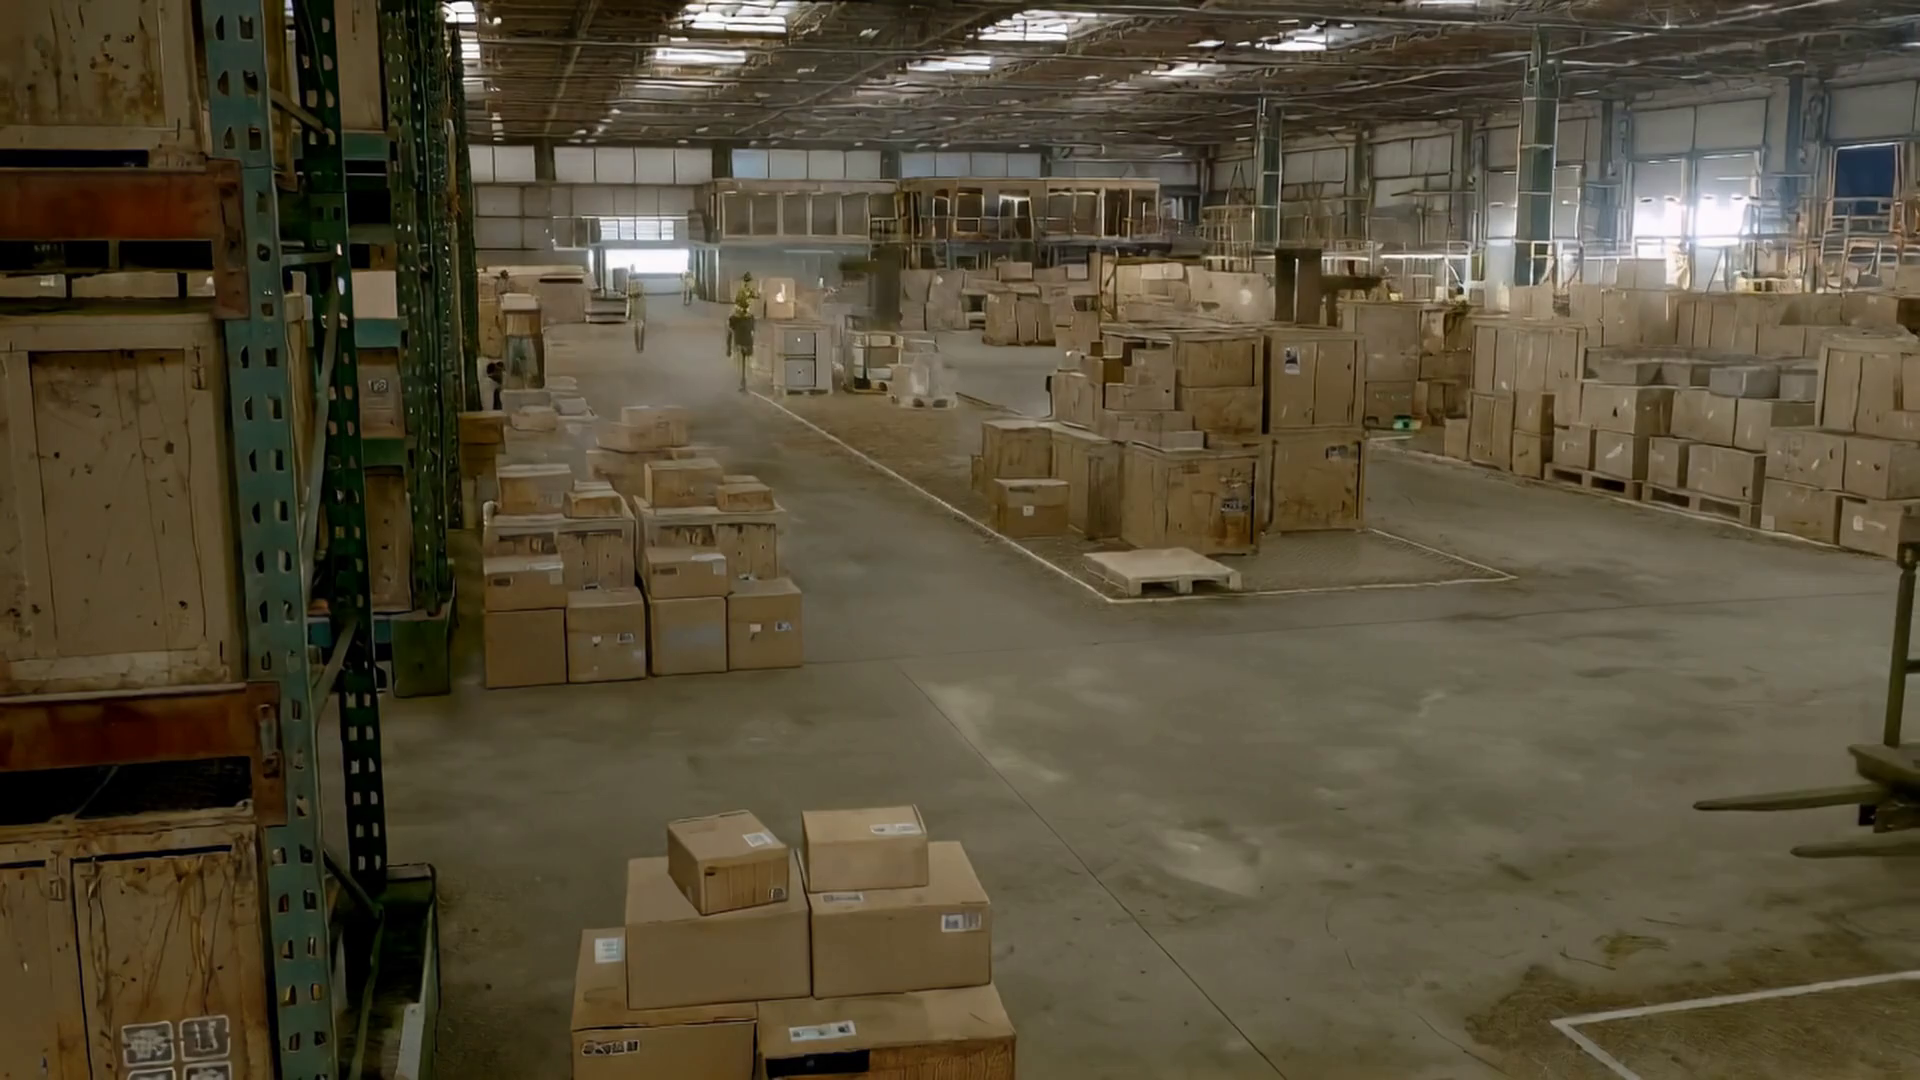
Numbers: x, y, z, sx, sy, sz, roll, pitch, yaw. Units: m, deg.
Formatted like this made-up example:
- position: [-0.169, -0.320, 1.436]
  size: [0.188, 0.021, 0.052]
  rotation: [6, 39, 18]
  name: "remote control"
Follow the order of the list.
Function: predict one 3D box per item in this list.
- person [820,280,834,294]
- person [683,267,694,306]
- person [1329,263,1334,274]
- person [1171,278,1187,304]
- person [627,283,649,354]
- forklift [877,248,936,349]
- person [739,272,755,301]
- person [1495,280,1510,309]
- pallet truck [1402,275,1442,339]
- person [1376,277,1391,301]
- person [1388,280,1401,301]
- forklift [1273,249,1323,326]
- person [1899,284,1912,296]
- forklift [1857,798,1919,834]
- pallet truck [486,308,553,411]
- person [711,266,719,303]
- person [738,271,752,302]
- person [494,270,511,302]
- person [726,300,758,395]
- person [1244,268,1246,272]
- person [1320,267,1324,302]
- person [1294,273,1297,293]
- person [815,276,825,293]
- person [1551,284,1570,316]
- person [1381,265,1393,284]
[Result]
- position: [-4.521, -7.965, 56.545]
  size: [0.537, 1.711, 0.910]
  rotation: [0, 10, 0]
  name: "person"
- position: [-13.172, -12.286, 80.564]
  size: [0.583, 1.882, 0.337]
  rotation: [5, 11, 25]
  name: "person"
- position: [19.254, -13.325, 86.141]
  size: [0.614, 1.990, 0.392]
  rotation: [-6, 12, -31]
  name: "person"
- position: [6.505, -6.694, 48.745]
  size: [0.630, 1.940, 0.372]
  rotation: [0, 10, -2]
  name: "person"
- position: [-8.692, -5.994, 44.906]
  size: [0.546, 1.904, 0.939]
  rotation: [-3, 11, -18]
  name: "person"
- position: [-1.510, -4.904, 35.940]
  size: [1.873, 2.768, 1.129]
  rotation: [-3, 10, -15]
  name: "forklift"
- position: [-7.526, -8.360, 57.889]
  size: [0.812, 2.000, 0.711]
  rotation: [-5, 11, -26]
  name: "person"
- position: [19.094, -8.298, 58.504]
  size: [0.538, 1.700, 0.317]
  rotation: [-2, 10, -11]
  name: "person"
- position: [14.620, -7.324, 52.145]
  size: [0.823, 1.965, 1.885]
  rotation: [8, 13, 40]
  name: "pallet truck"
- position: [14.871, -8.259, 57.975]
  size: [0.630, 1.814, 0.816]
  rotation: [-3, 10, -14]
  name: "person"
- position: [12.090, -6.275, 46.433]
  size: [0.392, 1.917, 0.592]
  rotation: [8, 13, 37]
  name: "person"
- position: [4.855, -2.824, 24.162]
  size: [1.873, 2.768, 1.129]
  rotation: [-3, 10, -15]
  name: "forklift"
- position: [23.595, -5.468, 41.861]
  size: [0.554, 1.924, 0.555]
  rotation: [-9, 13, -42]
  name: "person"
- position: [5.445, 0.097, 7.625]
  size: [1.873, 2.768, 1.129]
  rotation: [-3, 10, -15]
  name: "forklift"
- position: [-6.242, -2.418, 24.362]
  size: [0.823, 1.965, 1.885]
  rotation: [1, 10, 3]
  name: "pallet truck"
- position: [-12.445, -12.972, 84.394]
  size: [0.411, 1.887, 0.679]
  rotation: [-2, 10, -9]
  name: "person"
- position: [-7.965, -9.006, 61.839]
  size: [1.015, 1.942, 0.641]
  rotation: [5, 11, 24]
  name: "person"
- position: [-17.161, -9.110, 62.285]
  size: [0.625, 1.994, 0.689]
  rotation: [1, 10, 3]
  name: "person"
- position: [-4.271, -3.732, 32.313]
  size: [0.570, 1.811, 0.964]
  rotation: [2, 10, 9]
  name: "person"
- position: [14.222, -12.726, 83.279]
  size: [0.629, 1.812, 0.861]
  rotation: [7, 12, 34]
  name: "person"
- position: [17.488, -12.361, 80.866]
  size: [0.590, 1.926, 0.388]
  rotation: [7, 12, 33]
  name: "person"
- position: [16.047, -12.272, 80.370]
  size: [0.407, 1.921, 0.585]
  rotation: [-4, 11, -21]
  name: "person"
- position: [-4.773, -8.274, 57.976]
  size: [0.554, 1.839, 0.582]
  rotation: [-9, 13, -41]
  name: "person"
- position: [14.877, -5.372, 41.291]
  size: [0.588, 1.927, 0.371]
  rotation: [4, 11, 21]
  name: "person"
- position: [20.739, -12.371, 80.862]
  size: [0.608, 1.948, 0.389]
  rotation: [7, 12, 33]
  name: "person"
